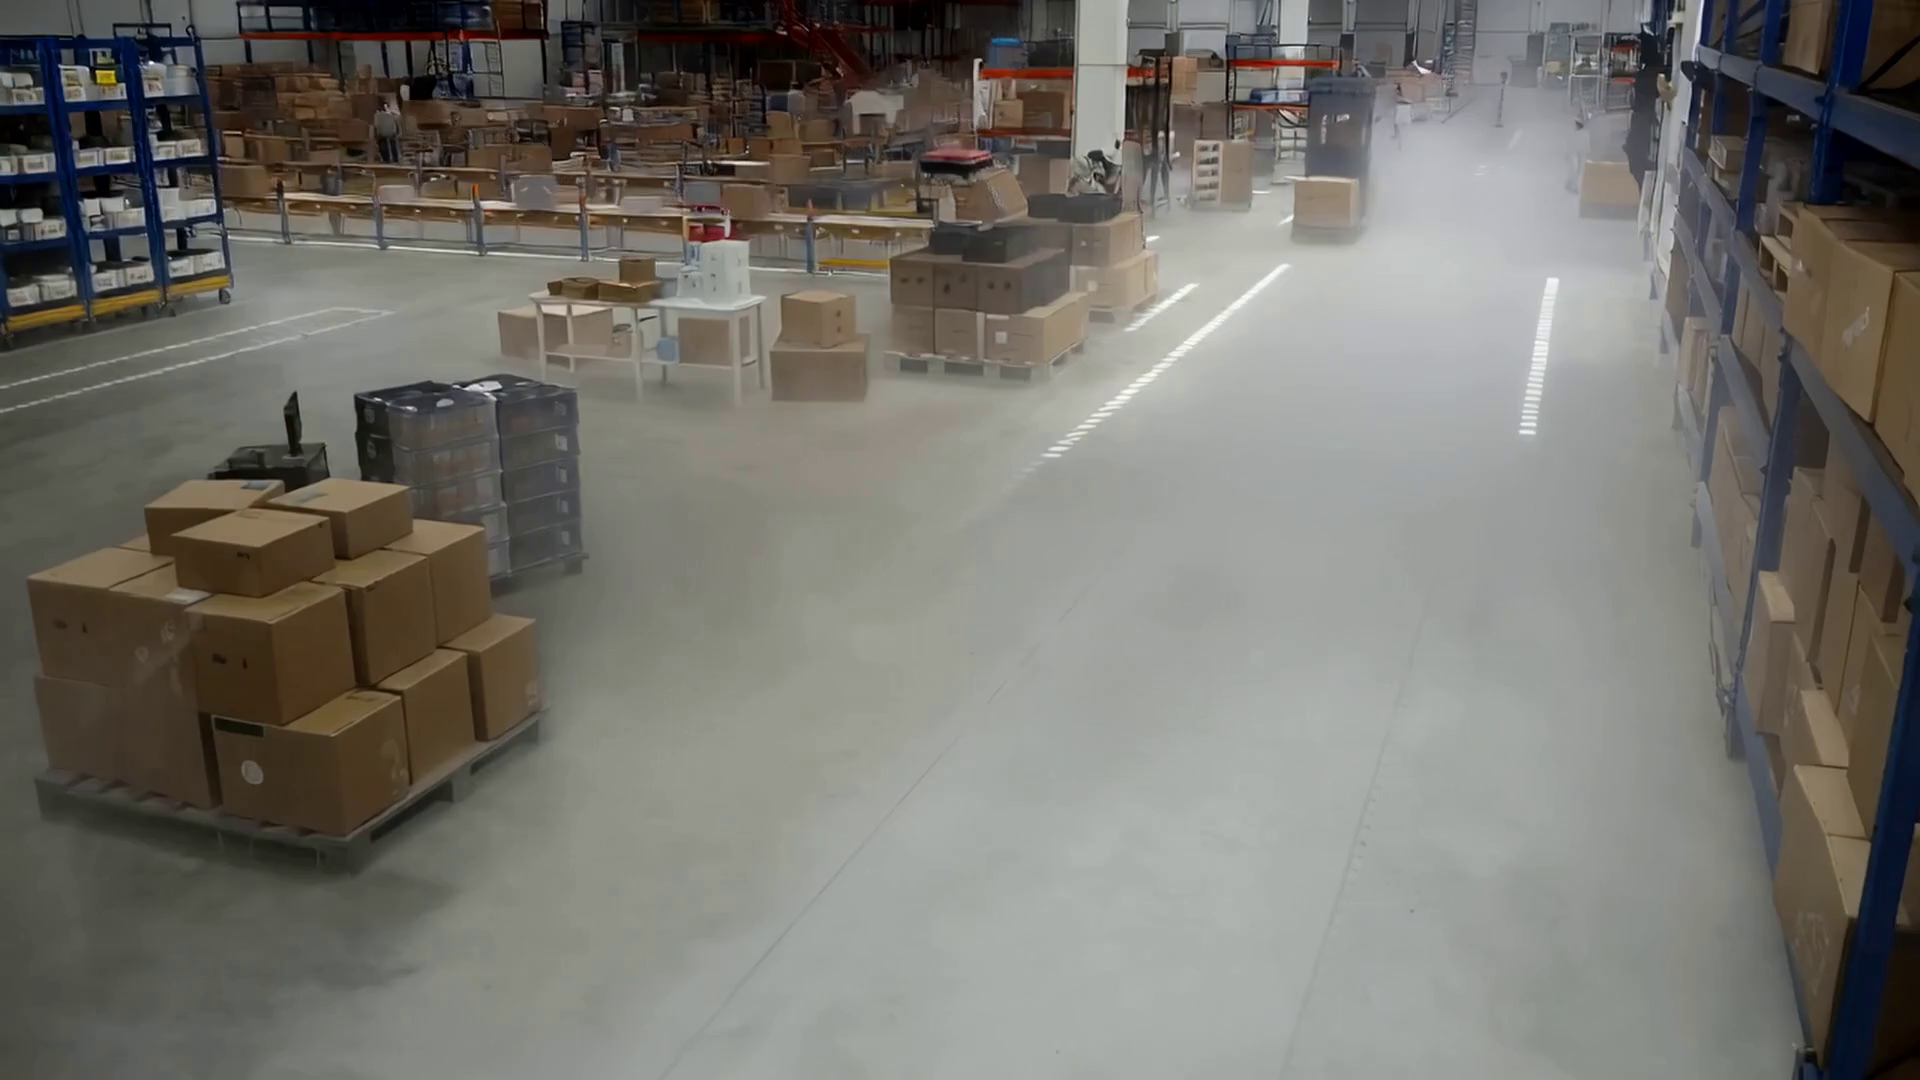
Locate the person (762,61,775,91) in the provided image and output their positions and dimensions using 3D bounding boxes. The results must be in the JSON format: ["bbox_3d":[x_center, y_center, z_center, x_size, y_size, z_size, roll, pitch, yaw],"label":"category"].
[{"bbox_3d":[-8.374,-20.028,72.725,0.615,1.867,0.526,1,18,4],"label":"person"}]

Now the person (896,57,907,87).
[{"bbox_3d":[-2.752,-21.914,78.703,0.580,1.839,0.956,3,18,10],"label":"person"}]

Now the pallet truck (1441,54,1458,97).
[{"bbox_3d":[22.765,-21.886,78.355,0.823,1.965,1.885,-4,18,-14],"label":"pallet truck"}]

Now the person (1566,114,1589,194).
[{"bbox_3d":[13.696,-8.593,36.995,0.529,1.751,0.598,-4,18,-13],"label":"person"}]

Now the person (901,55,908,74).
[{"bbox_3d":[-2.827,-23.183,82.697,0.509,1.838,0.341,-4,18,-12],"label":"person"}]

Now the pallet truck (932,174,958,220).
[{"bbox_3d":[-0.507,-5.292,27.348,0.653,1.274,1.630,6,19,19],"label":"pallet truck"}]

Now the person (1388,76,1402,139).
[{"bbox_3d":[13.809,-13.683,52.680,0.379,1.938,0.547,4,18,13],"label":"person"}]

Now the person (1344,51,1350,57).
[{"bbox_3d":[21.356,-26.085,91.886,0.964,1.795,0.620,0,18,-1],"label":"person"}]

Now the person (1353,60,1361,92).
[{"bbox_3d":[16.650,-19.151,69.885,0.398,1.928,0.541,8,19,23],"label":"person"}]

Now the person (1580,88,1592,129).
[{"bbox_3d":[19.321,-13.122,51.402,0.305,1.637,0.522,-1,18,-3],"label":"person"}]

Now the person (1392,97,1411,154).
[{"bbox_3d":[12.502,-11.763,47.210,0.513,1.591,0.848,6,19,19],"label":"person"}]

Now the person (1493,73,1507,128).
[{"bbox_3d":[18.777,-15.247,57.704,0.314,1.869,0.537,0,18,1],"label":"person"}]

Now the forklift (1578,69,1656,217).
[{"bbox_3d":[13.219,-7.740,32.475,1.873,2.768,1.129,6,19,18],"label":"forklift"}]

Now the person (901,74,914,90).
[{"bbox_3d":[-1.866,-15.361,58.135,0.404,1.825,0.586,16,24,41],"label":"person"}]

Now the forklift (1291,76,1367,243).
[{"bbox_3d":[6.598,-6.755,29.381,1.129,2.768,1.873,6,19,19],"label":"forklift"}]

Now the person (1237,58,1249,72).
[{"bbox_3d":[12.615,-20.792,74.849,0.688,2.000,0.536,13,22,34],"label":"person"}]

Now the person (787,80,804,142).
[{"bbox_3d":[-5.071,-13.152,51.081,0.571,1.887,0.993,3,18,9],"label":"person"}]

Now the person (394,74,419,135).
[{"bbox_3d":[-17.645,-13.813,53.014,0.672,1.982,0.631,-2,18,-7],"label":"person"}]

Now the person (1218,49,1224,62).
[{"bbox_3d":[14.852,-26.941,94.508,0.521,1.841,0.855,-15,23,-39],"label":"person"}]

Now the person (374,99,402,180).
[{"bbox_3d":[-13.763,-9.602,39.934,0.639,1.897,0.398,4,18,13],"label":"person"}]

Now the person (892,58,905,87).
[{"bbox_3d":[-2.670,-19.856,72.025,0.626,1.968,0.772,-4,18,-13],"label":"person"}]

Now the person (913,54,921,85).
[{"bbox_3d":[-2.020,-22.420,80.159,0.593,1.922,0.392,-11,21,-30],"label":"person"}]

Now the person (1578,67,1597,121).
[{"bbox_3d":[23.079,-16.421,61.260,0.604,1.958,0.386,6,18,17],"label":"person"}]

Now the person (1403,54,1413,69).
[{"bbox_3d":[21.660,-22.557,80.576,0.380,1.928,0.586,-11,21,-32],"label":"person"}]
